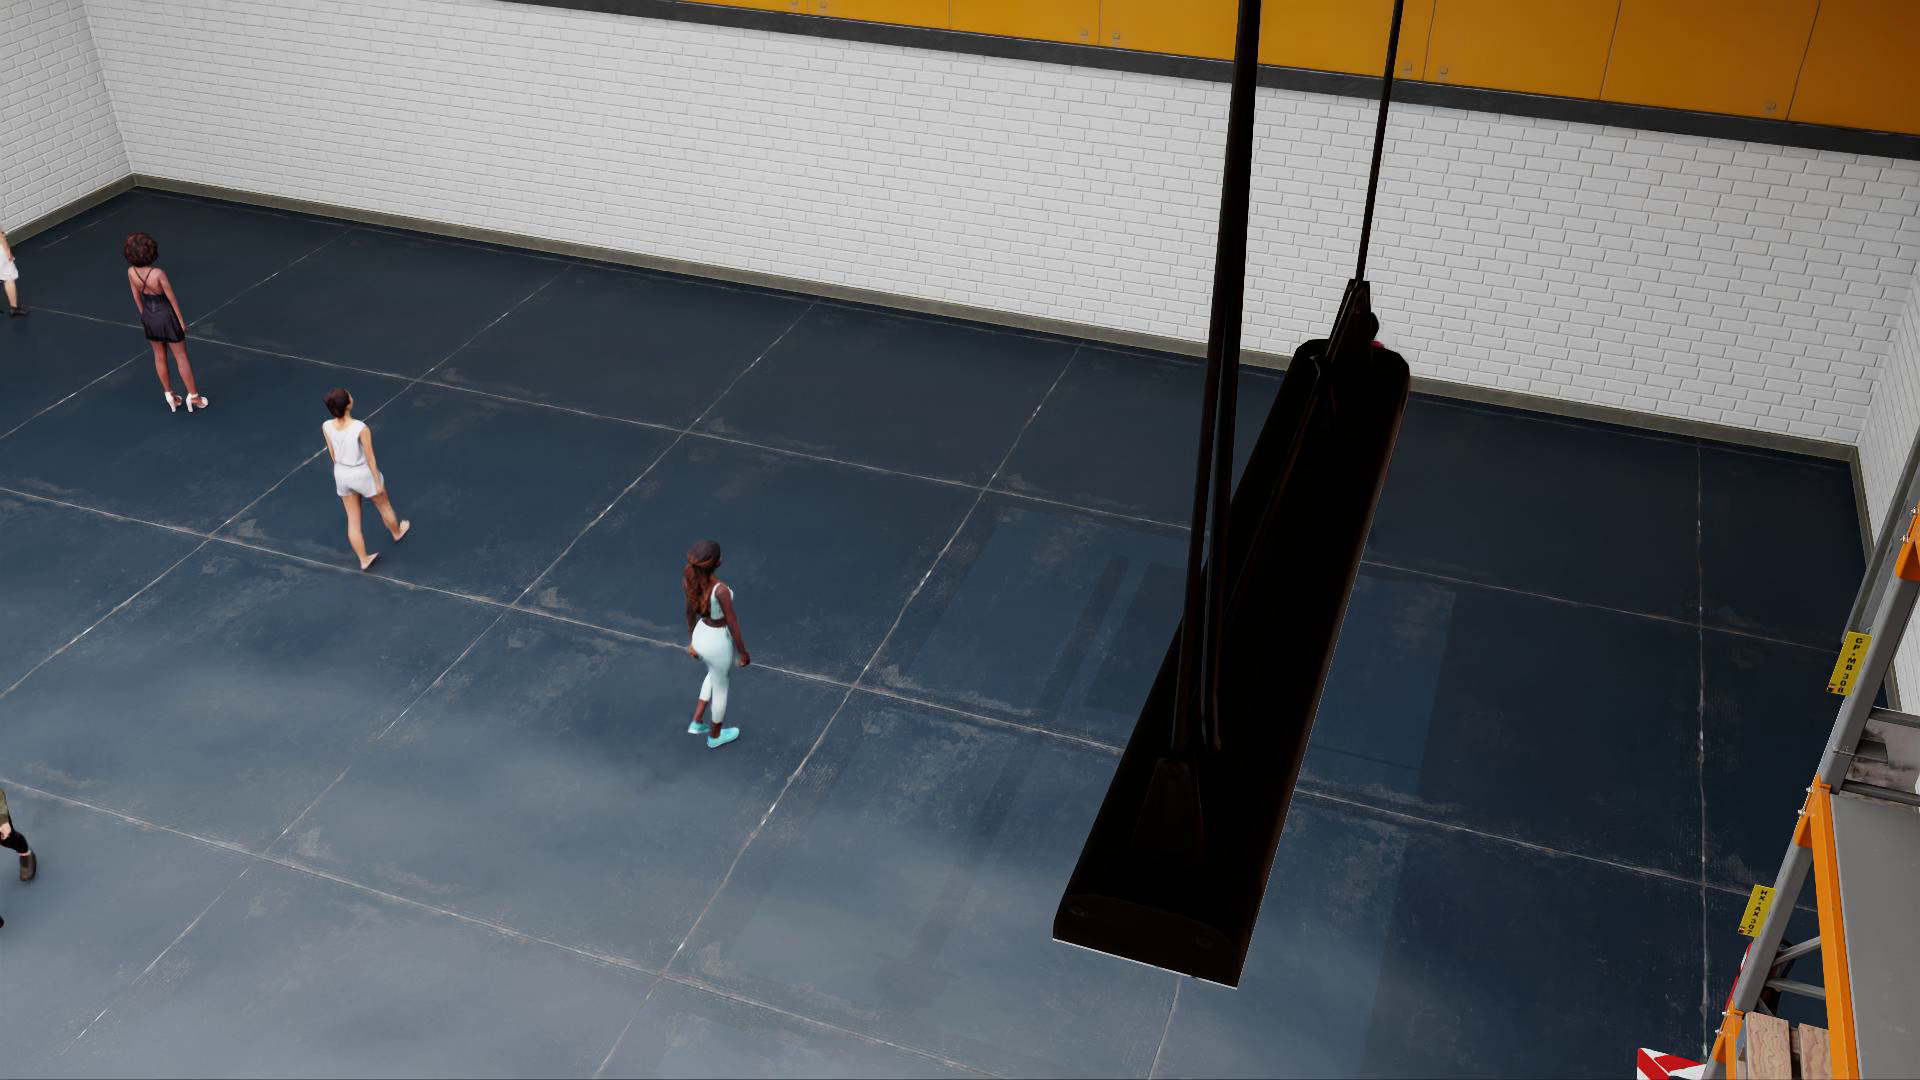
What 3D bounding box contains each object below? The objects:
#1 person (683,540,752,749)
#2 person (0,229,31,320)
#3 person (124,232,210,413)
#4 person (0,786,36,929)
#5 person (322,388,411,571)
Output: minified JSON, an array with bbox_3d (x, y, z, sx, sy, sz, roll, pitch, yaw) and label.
[{"bbox_3d":[-1.756,0.770,11.470,0.686,1.714,0.747,27,42,34],"label":"person"},{"bbox_3d":[-10.102,-2.986,17.276,0.576,1.543,0.666,12,36,18],"label":"person"},{"bbox_3d":[-7.495,-2.034,15.622,0.604,1.788,0.589,5,34,7],"label":"person"},{"bbox_3d":[-6.065,1.690,10.332,0.946,1.442,1.074,-9,35,-14],"label":"person"},{"bbox_3d":[-4.906,-0.458,13.434,0.705,1.585,0.935,4,34,6],"label":"person"}]
